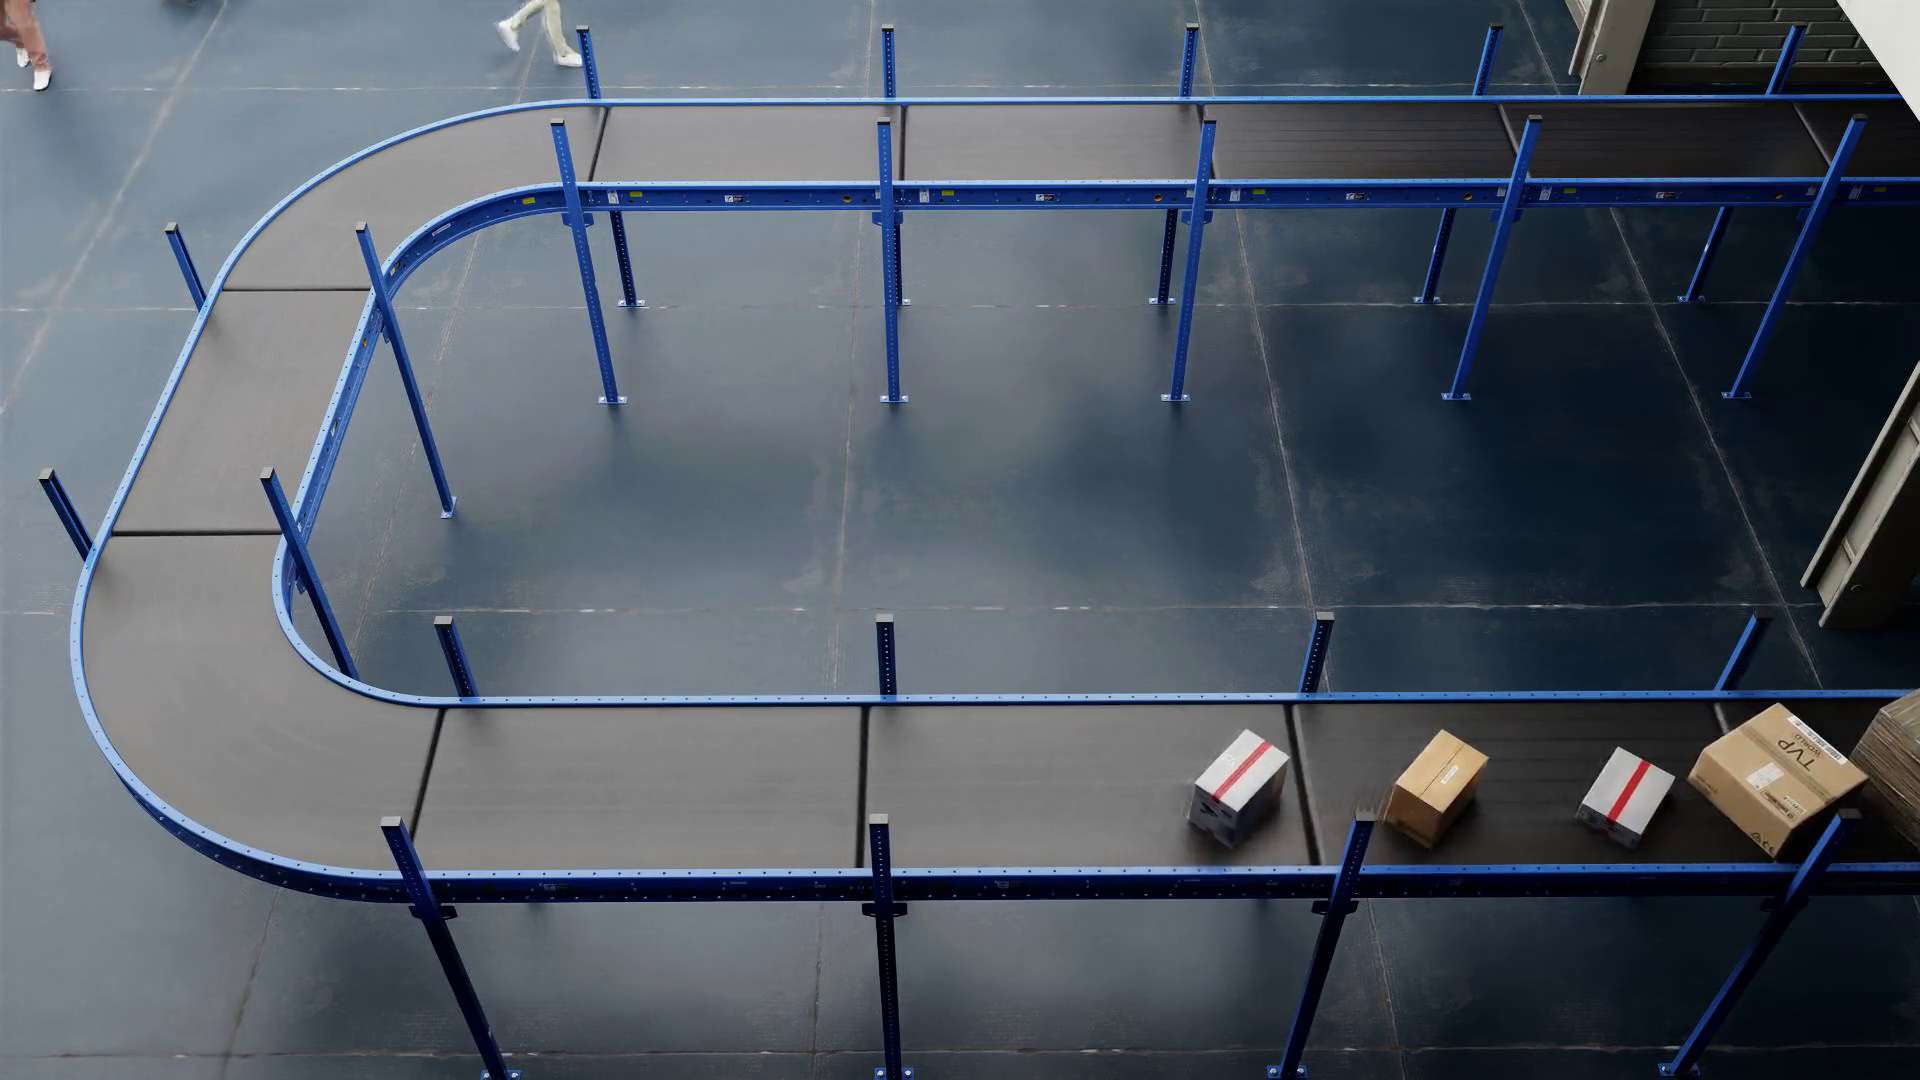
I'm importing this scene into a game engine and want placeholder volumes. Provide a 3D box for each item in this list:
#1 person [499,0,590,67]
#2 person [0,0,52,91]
[{"bbox_3d":[-3.646,-4.893,14.581,0.717,1.855,0.528,3,47,3],"label":"person"},{"bbox_3d":[-8.055,-4.689,14.364,0.646,1.893,0.475,-4,47,-4],"label":"person"}]
